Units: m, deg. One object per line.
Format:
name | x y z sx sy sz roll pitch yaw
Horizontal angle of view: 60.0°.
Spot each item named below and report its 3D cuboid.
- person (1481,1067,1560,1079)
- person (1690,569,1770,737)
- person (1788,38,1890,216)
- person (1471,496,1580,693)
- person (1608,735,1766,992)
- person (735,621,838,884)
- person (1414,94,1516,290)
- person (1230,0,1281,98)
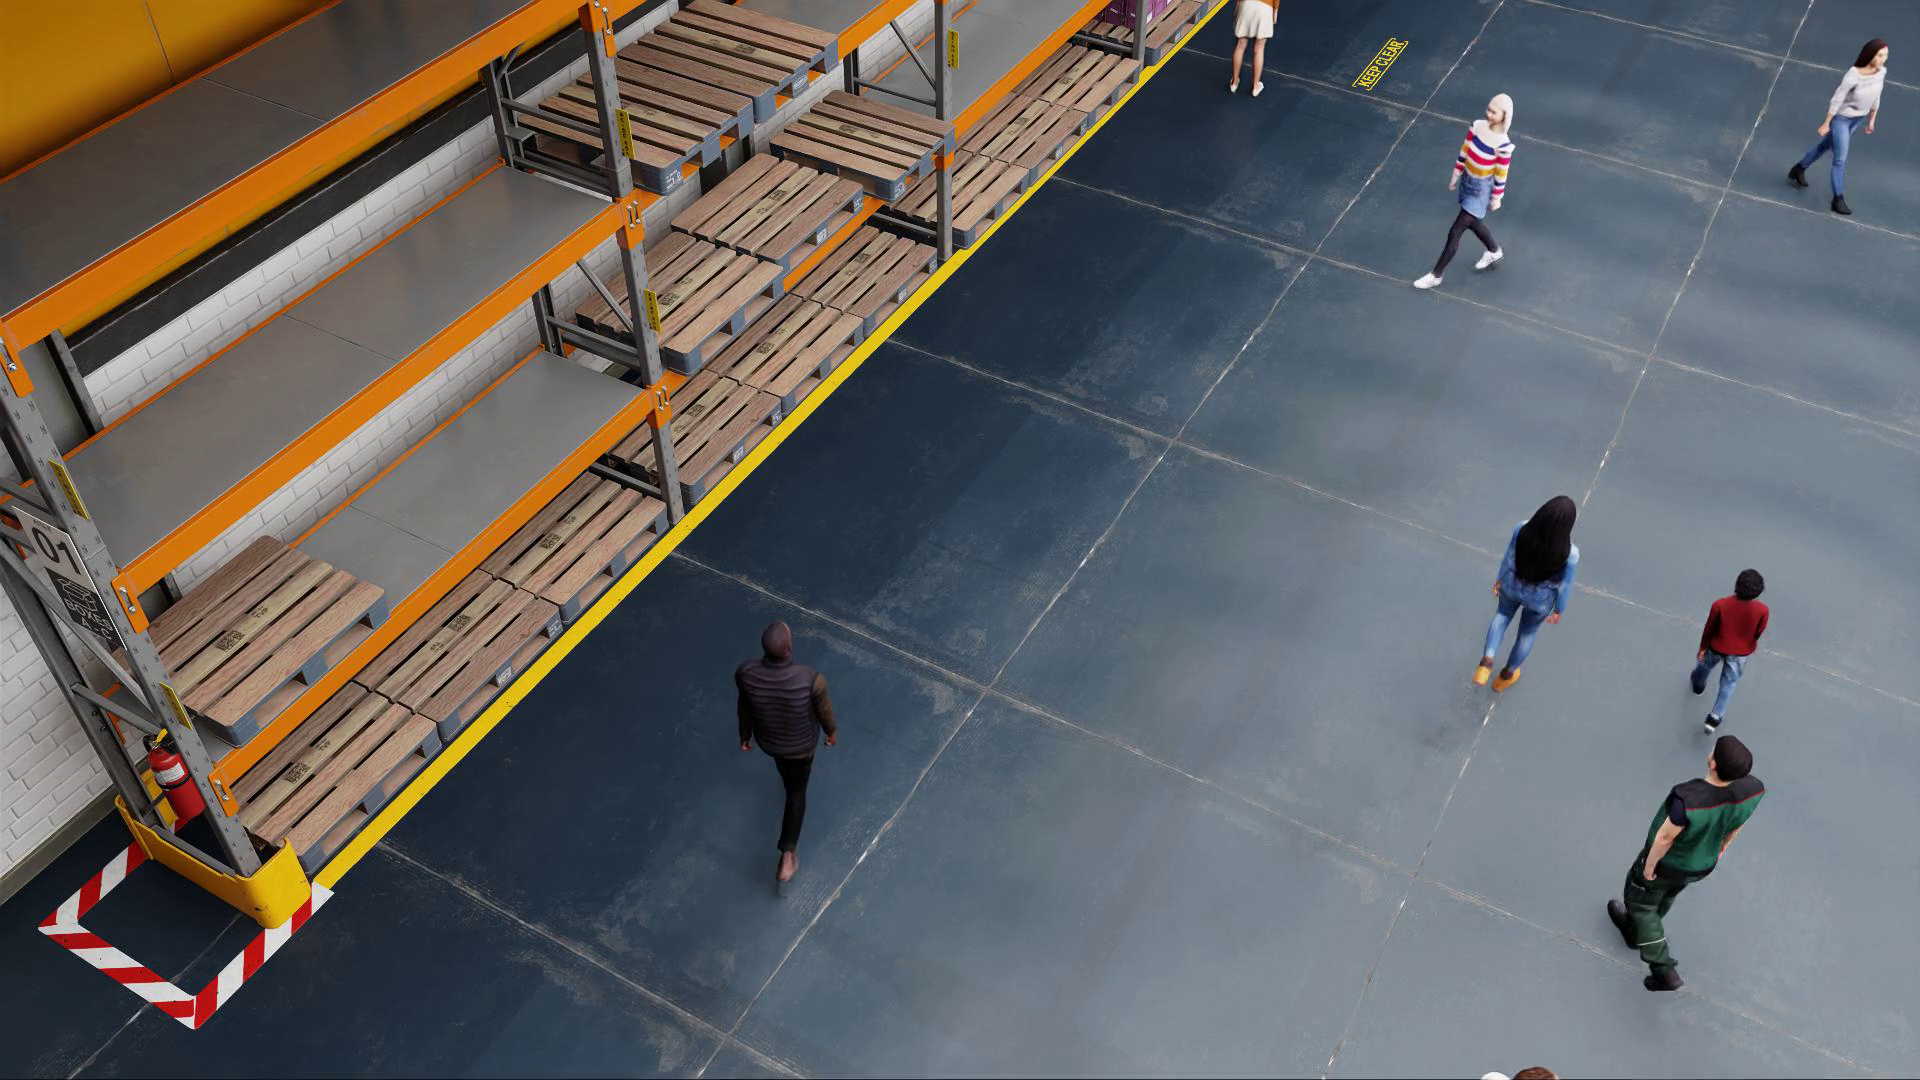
person | 2.449 2.988 7.833 0.814 1.846 0.741 -8 44 -8
person | 4.934 0.714 10.658 0.583 1.243 0.883 16 46 16
person | 8.024 -3.842 15.193 1.067 1.585 1.050 -17 46 -17
person | 3.589 0.409 10.648 0.696 1.698 0.796 31 52 28
person | 3.975 1.776 9.078 1.037 1.884 1.105 -9 44 -10
person | -1.031 1.233 9.711 0.975 1.796 1.279 8 44 8
person | 4.465 -2.980 14.155 1.233 1.768 1.118 -15 46 -16
person | 2.943 -5.281 16.608 0.648 1.716 0.639 11 45 12
